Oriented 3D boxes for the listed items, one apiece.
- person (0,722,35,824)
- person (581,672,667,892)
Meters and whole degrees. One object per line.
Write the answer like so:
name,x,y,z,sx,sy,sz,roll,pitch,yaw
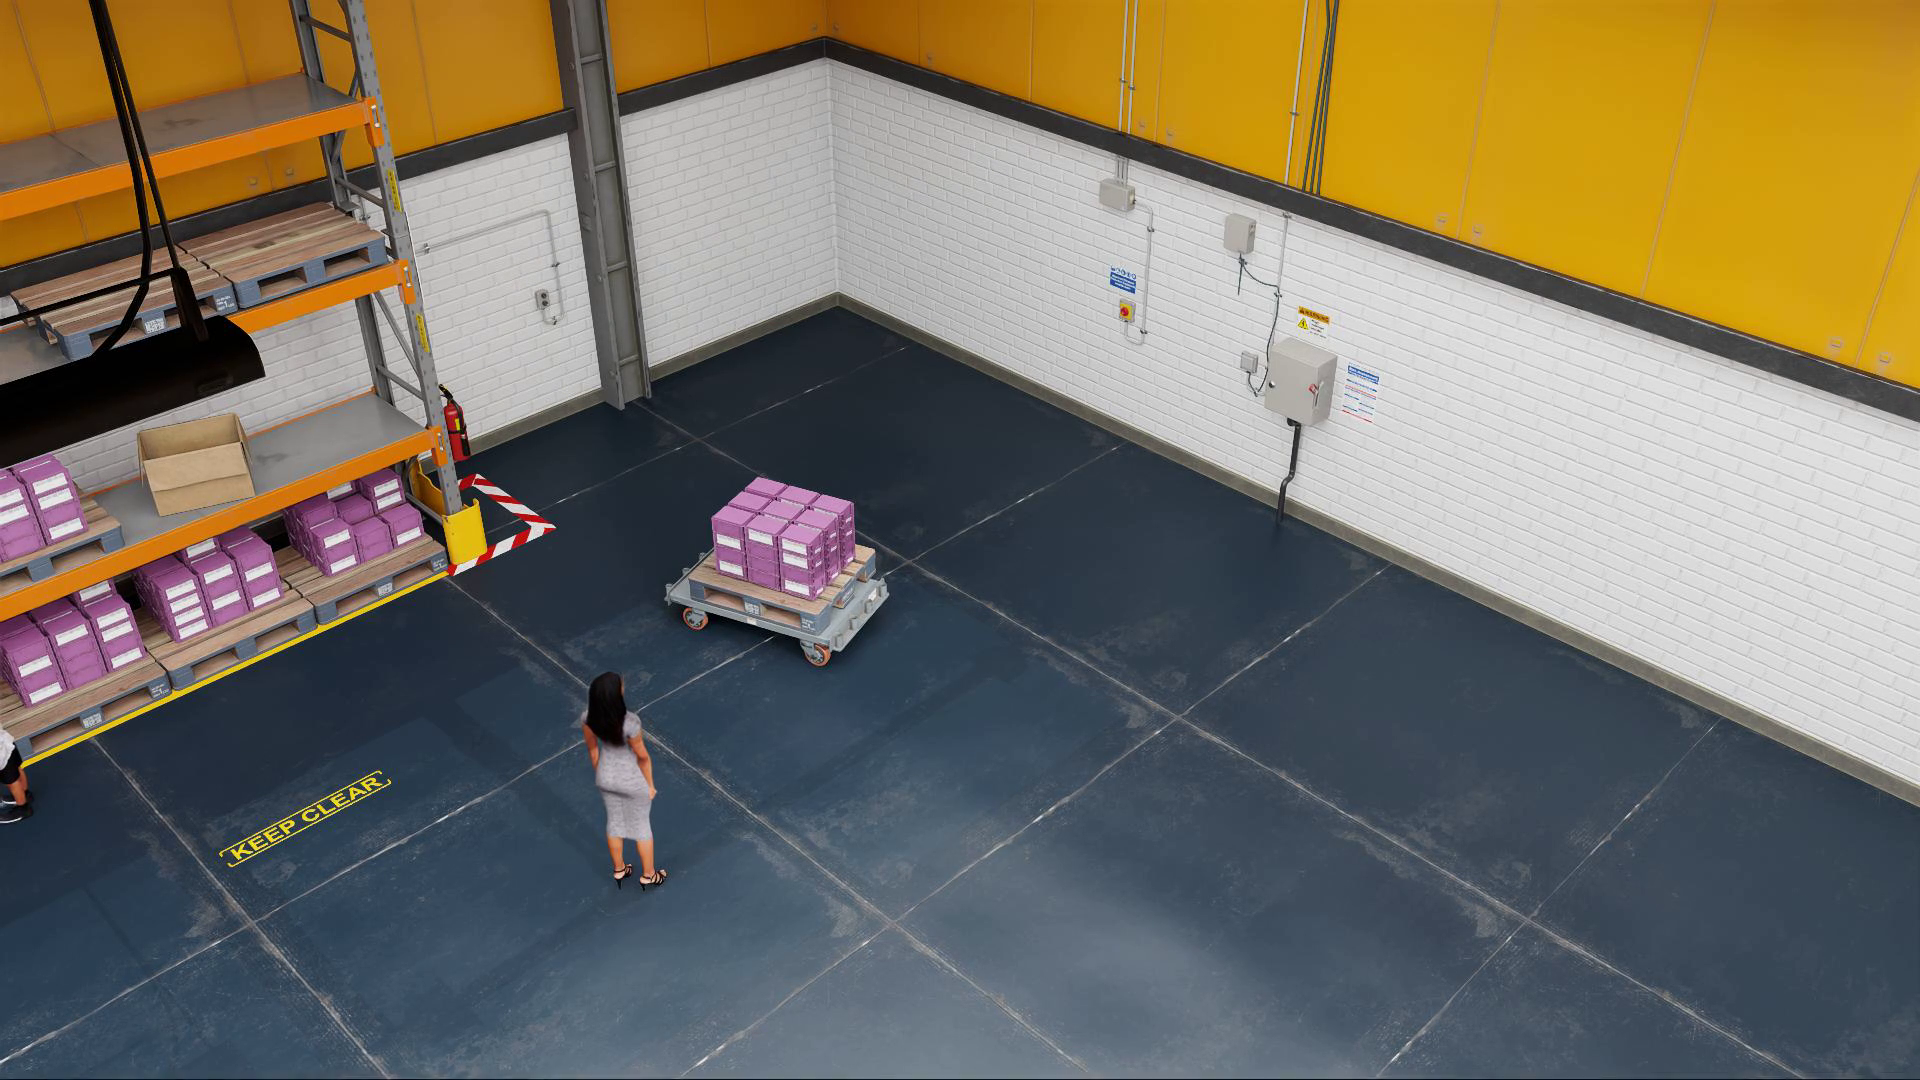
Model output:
person,-6.706,1.408,11.568,0.609,1.258,0.570,-9,35,-13
person,-2.195,1.586,10.828,0.653,1.781,0.656,10,35,15
